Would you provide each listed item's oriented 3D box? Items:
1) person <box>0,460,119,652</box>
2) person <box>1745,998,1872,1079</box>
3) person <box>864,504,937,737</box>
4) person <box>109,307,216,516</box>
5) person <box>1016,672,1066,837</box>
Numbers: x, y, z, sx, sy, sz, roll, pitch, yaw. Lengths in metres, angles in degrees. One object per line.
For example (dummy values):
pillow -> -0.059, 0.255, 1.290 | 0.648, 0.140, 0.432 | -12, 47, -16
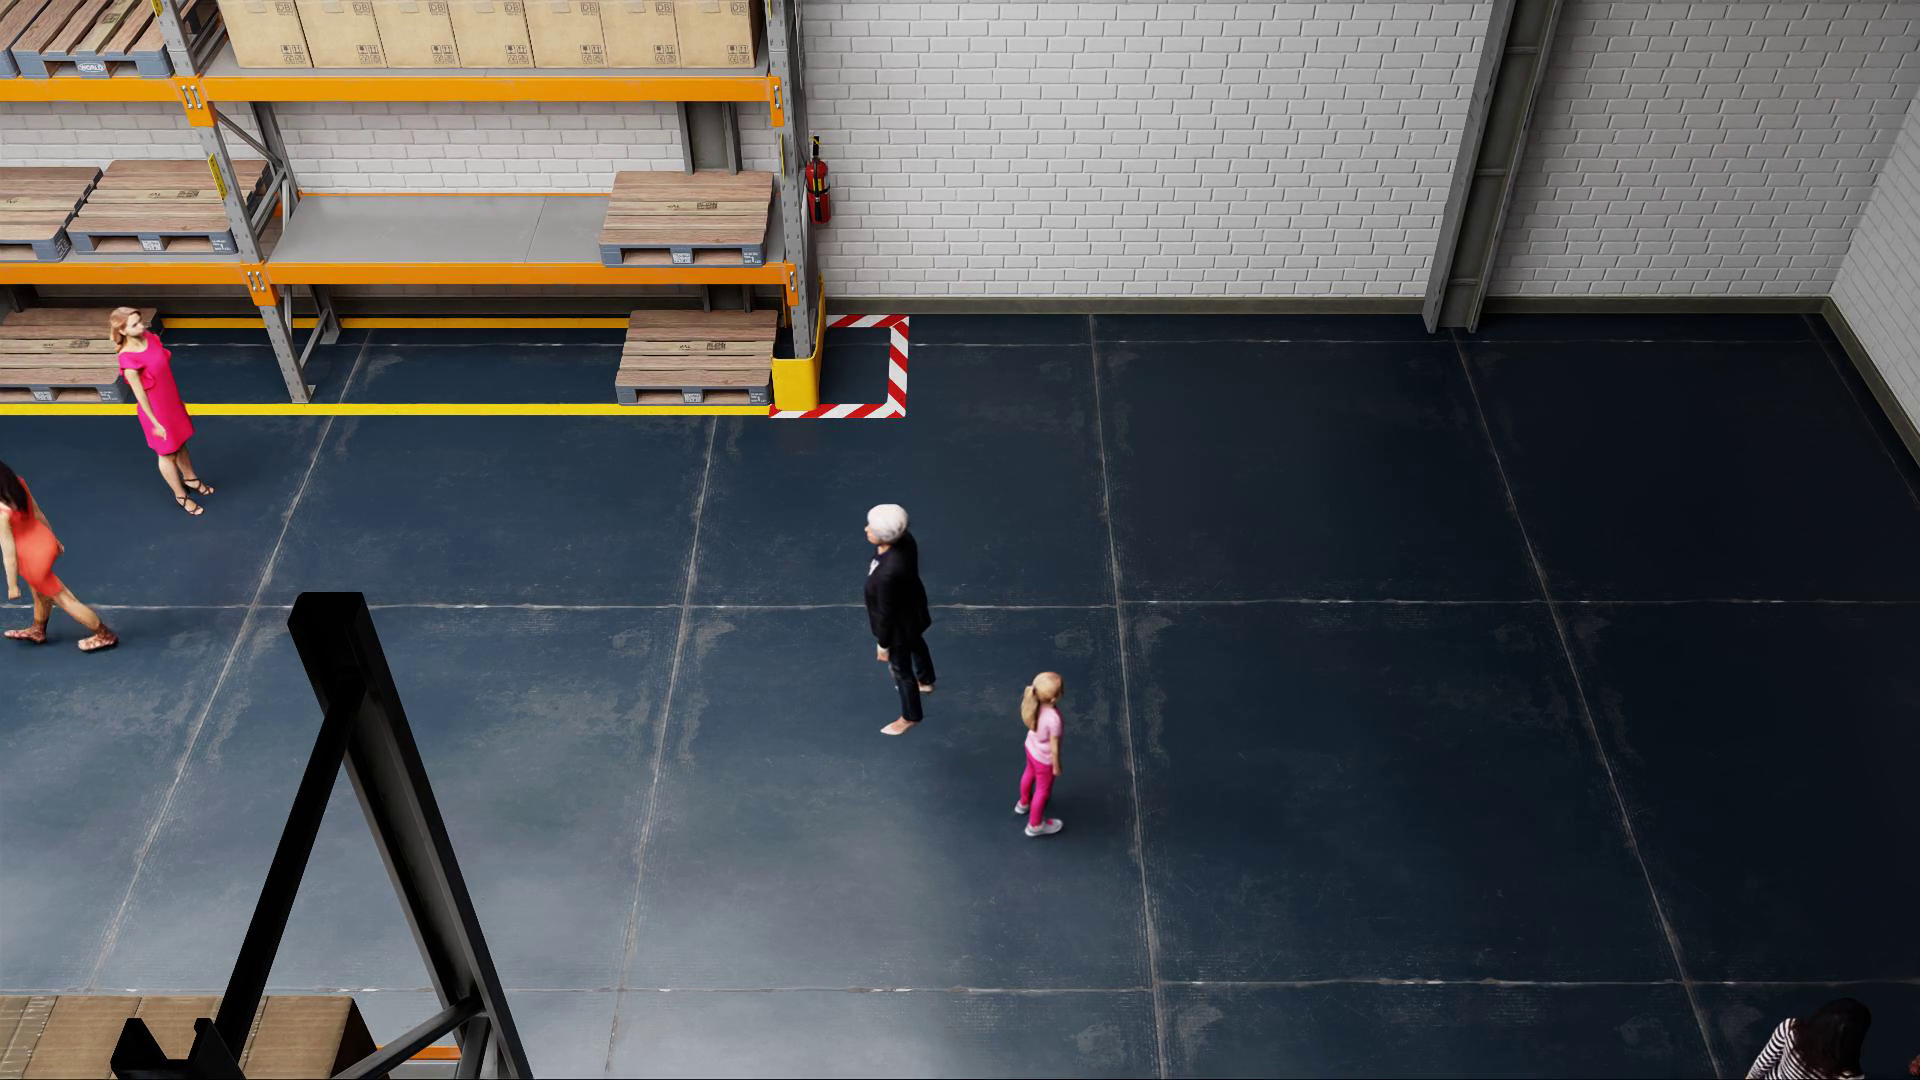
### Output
person -> -5.836, 0.120, 10.648 | 0.986, 1.690, 0.714 | -6, 44, -6
person -> 3.885, 2.705, 7.857 | 0.681, 1.796, 0.655 | -27, 50, -26
person -> -0.338, 0.399, 9.475 | 0.665, 1.775, 0.782 | 8, 44, 8
person -> -5.645, -0.930, 11.722 | 0.559, 1.728, 0.587 | 4, 44, 4
person -> 0.478, 1.240, 9.779 | 0.552, 1.266, 0.543 | -14, 45, -14
